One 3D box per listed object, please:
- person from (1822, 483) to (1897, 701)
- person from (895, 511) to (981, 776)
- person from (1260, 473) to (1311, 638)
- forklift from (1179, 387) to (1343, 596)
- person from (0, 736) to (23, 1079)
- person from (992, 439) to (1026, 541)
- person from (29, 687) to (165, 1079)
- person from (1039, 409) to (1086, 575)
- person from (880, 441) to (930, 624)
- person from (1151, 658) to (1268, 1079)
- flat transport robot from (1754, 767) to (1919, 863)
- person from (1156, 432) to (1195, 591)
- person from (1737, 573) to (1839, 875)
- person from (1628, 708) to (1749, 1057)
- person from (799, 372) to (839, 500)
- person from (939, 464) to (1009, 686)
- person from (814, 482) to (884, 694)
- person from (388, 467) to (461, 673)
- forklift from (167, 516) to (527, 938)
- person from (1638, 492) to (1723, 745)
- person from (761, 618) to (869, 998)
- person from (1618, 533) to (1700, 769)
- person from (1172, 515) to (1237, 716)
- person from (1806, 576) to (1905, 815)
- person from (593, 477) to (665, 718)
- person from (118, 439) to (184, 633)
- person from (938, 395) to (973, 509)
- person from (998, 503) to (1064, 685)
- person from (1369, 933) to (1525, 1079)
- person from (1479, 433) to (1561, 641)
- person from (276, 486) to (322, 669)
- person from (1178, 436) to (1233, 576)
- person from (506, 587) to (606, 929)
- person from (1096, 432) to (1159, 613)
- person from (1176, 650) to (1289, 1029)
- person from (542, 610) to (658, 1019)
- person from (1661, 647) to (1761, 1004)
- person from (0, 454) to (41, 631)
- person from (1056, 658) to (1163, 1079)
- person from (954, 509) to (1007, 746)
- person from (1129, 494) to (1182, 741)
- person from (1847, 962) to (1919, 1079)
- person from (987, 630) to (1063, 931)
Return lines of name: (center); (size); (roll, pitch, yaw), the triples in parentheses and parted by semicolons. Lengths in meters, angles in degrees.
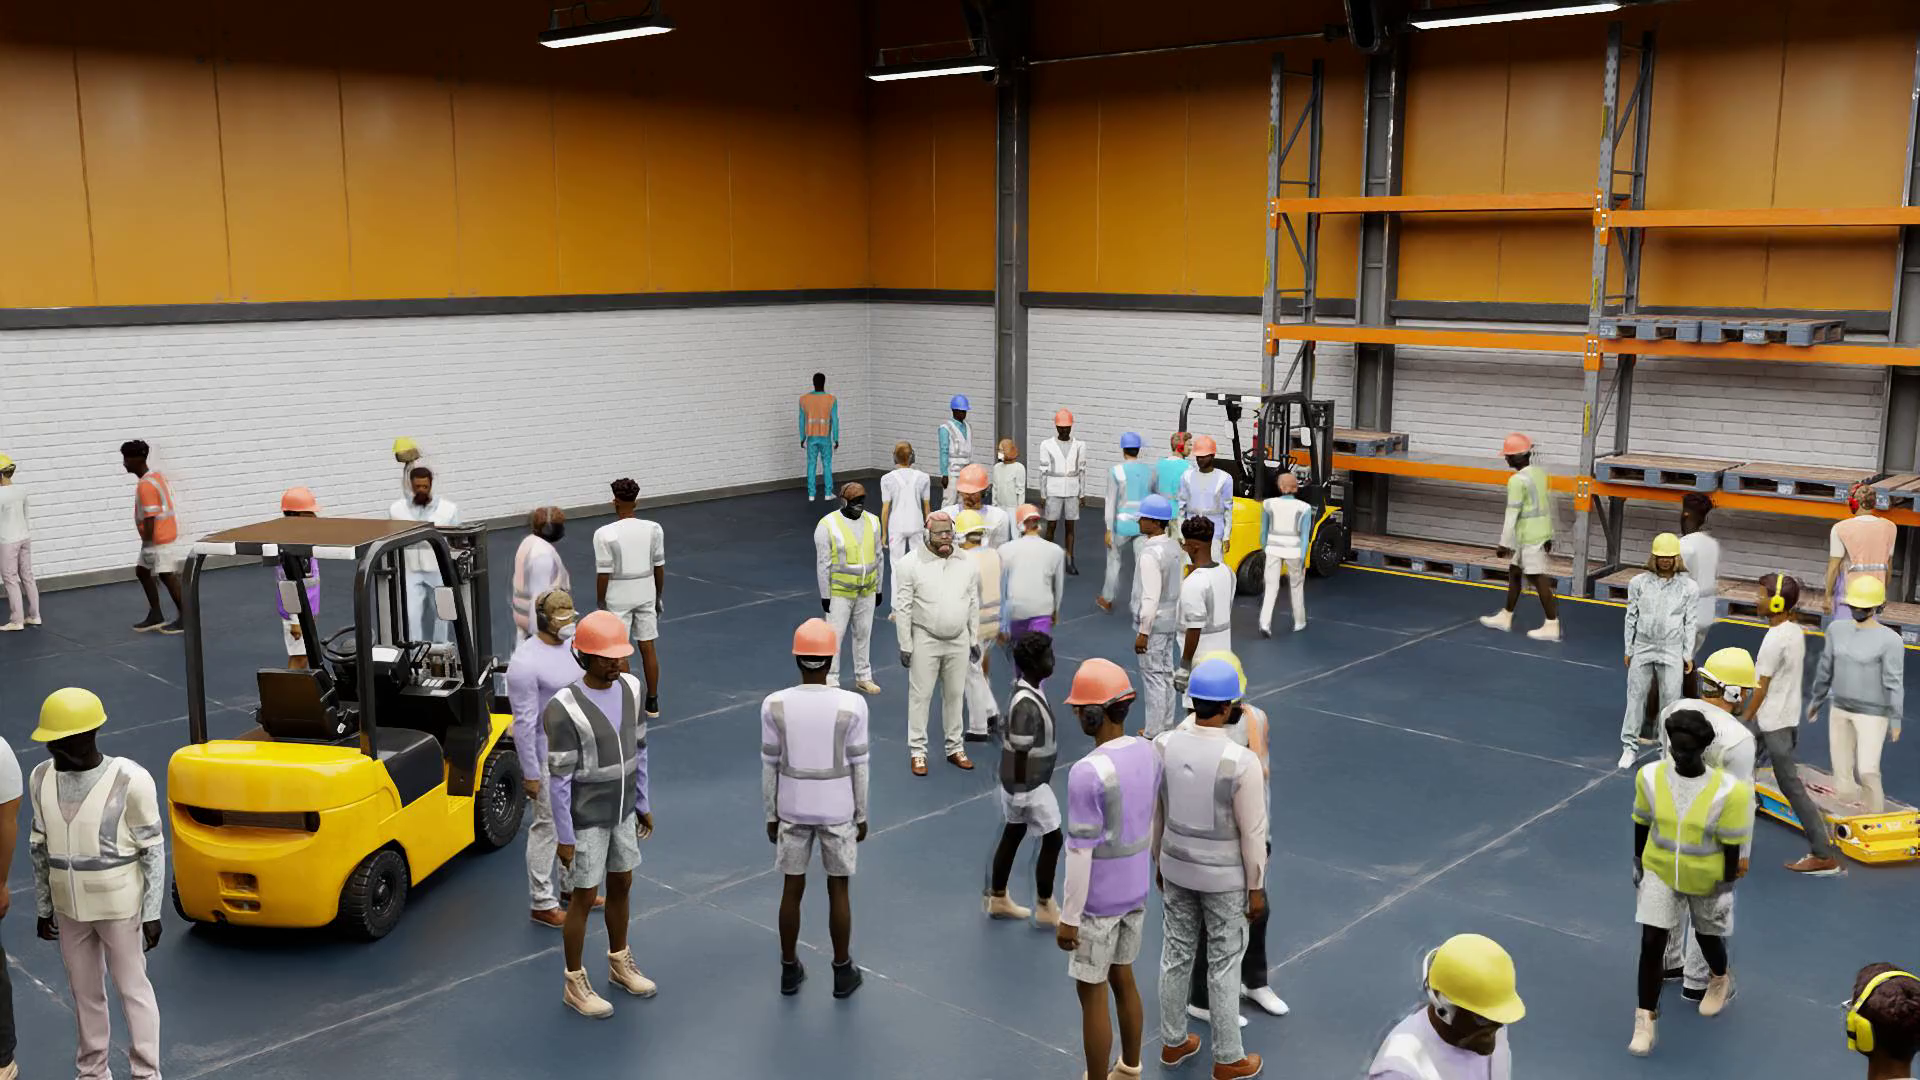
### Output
person: (7.440, 0.451, 13.765); (0.561, 1.836, 0.388); (-1, 10, -7)
person: (-0.141, 0.732, 11.960); (0.645, 1.908, 0.408); (-4, 11, -23)
person: (3.135, 0.147, 16.156); (0.512, 1.606, 0.766); (4, 11, 20)
forklift: (3.298, -0.608, 18.767); (1.214, 2.155, 2.313); (9, 13, 42)
person: (-4.508, 1.483, 7.299); (0.681, 2.000, 0.538); (0, 10, 0)
person: (0.545, -0.334, 18.827); (0.290, 1.627, 0.504); (-9, 13, -41)
person: (-3.728, 1.563, 7.171); (0.595, 1.923, 0.372); (2, 10, 10)
person: (1.191, -0.547, 19.154); (0.548, 1.936, 0.378); (-2, 10, -9)
person: (-0.549, -0.070, 16.712); (0.505, 1.842, 0.345); (-2, 10, -12)
person: (1.119, 1.492, 7.516); (0.602, 1.947, 0.391); (9, 13, 40)
flat transport robot: (5.664, 1.744, 10.852); (0.652, 0.197, 1.431); (-2, 10, -14)
person: (2.266, -0.227, 17.602); (0.391, 1.841, 0.564); (-6, 12, -32)
person: (4.916, 1.106, 10.098); (0.969, 1.832, 0.517); (6, 12, 31)
person: (3.479, 1.566, 7.917); (0.534, 1.659, 0.827); (8, 13, 39)
person: (-2.109, -1.544, 24.892); (0.596, 1.914, 0.373); (1, 10, 7)
person: (0.101, 0.389, 13.539); (0.605, 2.038, 0.394); (-1, 10, -5)
person: (-0.910, 0.422, 13.954); (0.623, 1.835, 0.431); (-7, 12, -34)
person: (-4.636, 0.310, 14.434); (0.615, 1.877, 0.910); (-2, 10, -10)
forklift: (-3.583, 0.976, 9.748); (1.214, 2.155, 2.313); (2, 10, 11)
person: (5.502, 0.597, 12.677); (0.682, 1.928, 0.409); (-7, 12, -33)
person: (-0.721, 1.349, 8.403); (0.549, 1.928, 0.391); (1, 10, 7)
person: (5.035, 0.809, 11.984); (0.484, 1.744, 0.296); (4, 11, 21)
person: (1.657, 0.801, 11.418); (0.377, 1.958, 0.600); (7, 12, 34)
person: (5.614, 1.074, 10.453); (0.352, 1.753, 0.594); (-4, 11, -22)
person: (-2.634, 0.476, 13.241); (0.613, 1.964, 0.361); (-8, 13, -39)
person: (-7.869, -0.023, 16.181); (0.694, 1.928, 0.632); (-4, 11, -23)
person: (-0.027, -0.853, 20.867); (0.404, 1.945, 0.615); (8, 12, 37)
person: (0.553, 0.551, 13.606); (0.571, 1.683, 0.882); (0, 10, 1)
person: (1.463, 2.007, 4.996); (0.617, 1.804, 0.457); (-8, 13, -38)
person: (5.433, -0.038, 16.090); (0.924, 1.987, 0.620); (7, 12, 35)
person: (-5.108, 0.542, 12.950); (0.376, 1.936, 0.549); (-2, 10, -10)
person: (2.408, -0.070, 16.435); (0.552, 1.935, 0.370); (4, 11, 24)
person: (-2.247, 1.201, 9.246); (0.377, 1.927, 0.635); (4, 11, 21)
person: (1.710, -0.151, 16.996); (0.662, 1.902, 0.917); (-4, 11, -20)
person: (1.299, 1.437, 8.006); (0.630, 1.890, 0.455); (-7, 12, -36)
person: (-1.740, 1.337, 8.170); (0.411, 2.036, 0.607); (7, 12, 34)
person: (3.732, 1.422, 8.300); (0.403, 1.816, 0.603); (-3, 10, -15)
person: (-9.391, 0.021, 16.434); (0.337, 1.757, 0.517); (1, 10, 4)
person: (0.615, 1.511, 7.187); (0.410, 2.031, 0.613); (7, 12, 36)
person: (0.081, 0.670, 12.605); (0.450, 1.809, 0.583); (7, 12, 33)
person: (1.463, 0.623, 12.449); (0.375, 1.949, 0.614); (4, 11, 24)
person: (2.466, 2.059, 4.540); (0.505, 1.864, 0.331); (-2, 10, -9)
person: (0.443, 1.326, 9.205); (0.659, 1.676, 0.548); (0, 10, 2)
